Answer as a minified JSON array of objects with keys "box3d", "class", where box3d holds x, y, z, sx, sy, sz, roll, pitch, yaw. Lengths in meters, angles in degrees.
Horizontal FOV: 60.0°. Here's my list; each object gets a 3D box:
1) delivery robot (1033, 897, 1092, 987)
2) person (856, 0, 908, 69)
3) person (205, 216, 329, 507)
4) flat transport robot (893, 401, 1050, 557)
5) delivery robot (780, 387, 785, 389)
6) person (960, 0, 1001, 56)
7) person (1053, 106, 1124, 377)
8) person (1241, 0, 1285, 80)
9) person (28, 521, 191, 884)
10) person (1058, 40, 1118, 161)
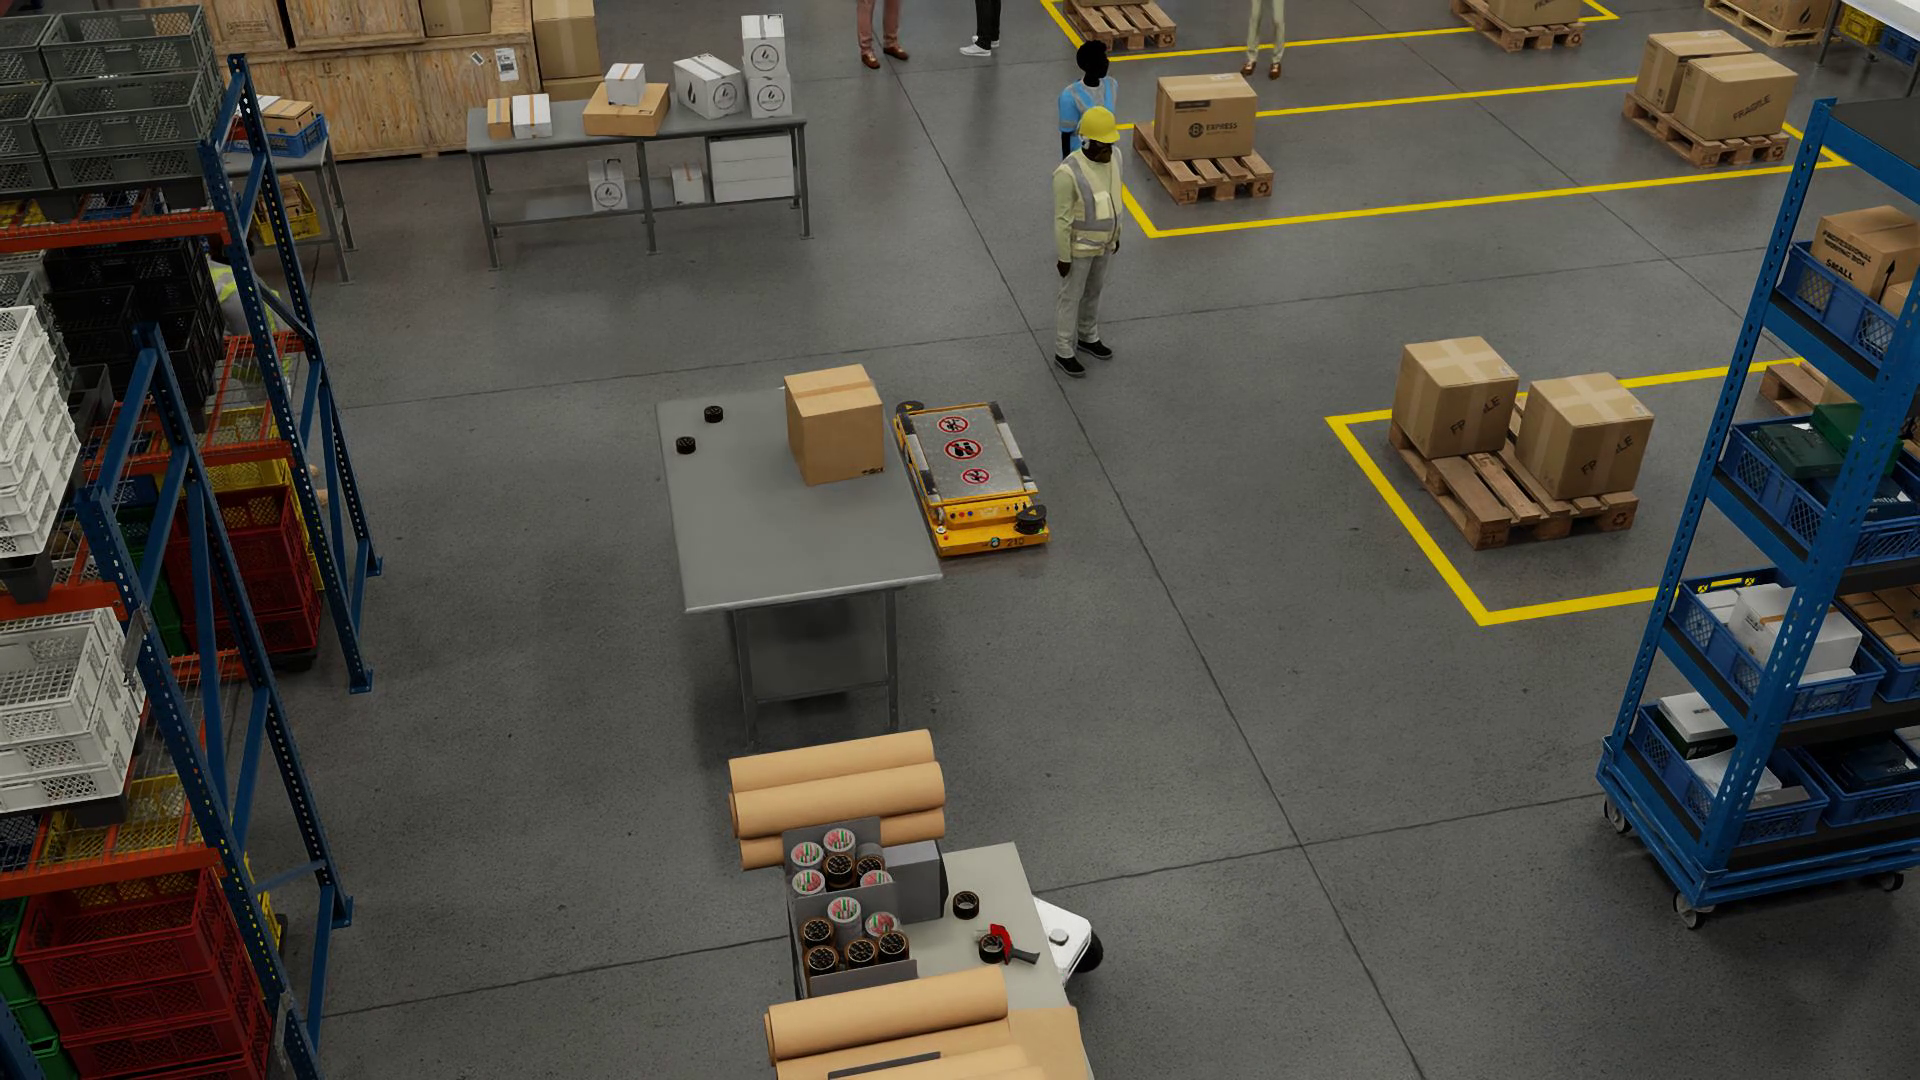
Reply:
[{"box3d":[0.180,1.644,7.010,0.707,0.478,0.477,18,40,23],"class":"delivery robot"},{"box3d":[-0.774,-5.351,15.375,0.650,1.899,0.402,-26,44,-30],"class":"person"},{"box3d":[-4.027,-1.022,9.603,0.429,1.839,0.622,-22,42,-27],"class":"person"},{"box3d":[0.046,-0.430,10.108,0.652,0.197,1.431,-8,37,-10],"class":"flat transport robot"},{"box3d":[-0.985,-0.661,10.108,0.477,0.478,0.707,-23,42,-27],"class":"delivery robot"},{"box3d":[0.227,-5.521,15.581,0.392,1.920,0.592,14,39,18],"class":"person"},{"box3d":[0.852,-1.959,10.864,0.403,1.830,0.599,29,45,33],"class":"person"},{"box3d":[2.825,-5.132,15.113,0.515,1.860,0.332,15,39,19],"class":"person"},{"box3d":[-3.602,0.736,7.163,0.626,1.932,0.364,17,40,21],"class":"person"},{"box3d":[0.930,-2.806,12.112,0.538,1.700,0.317,-27,44,-31],"class":"person"}]
